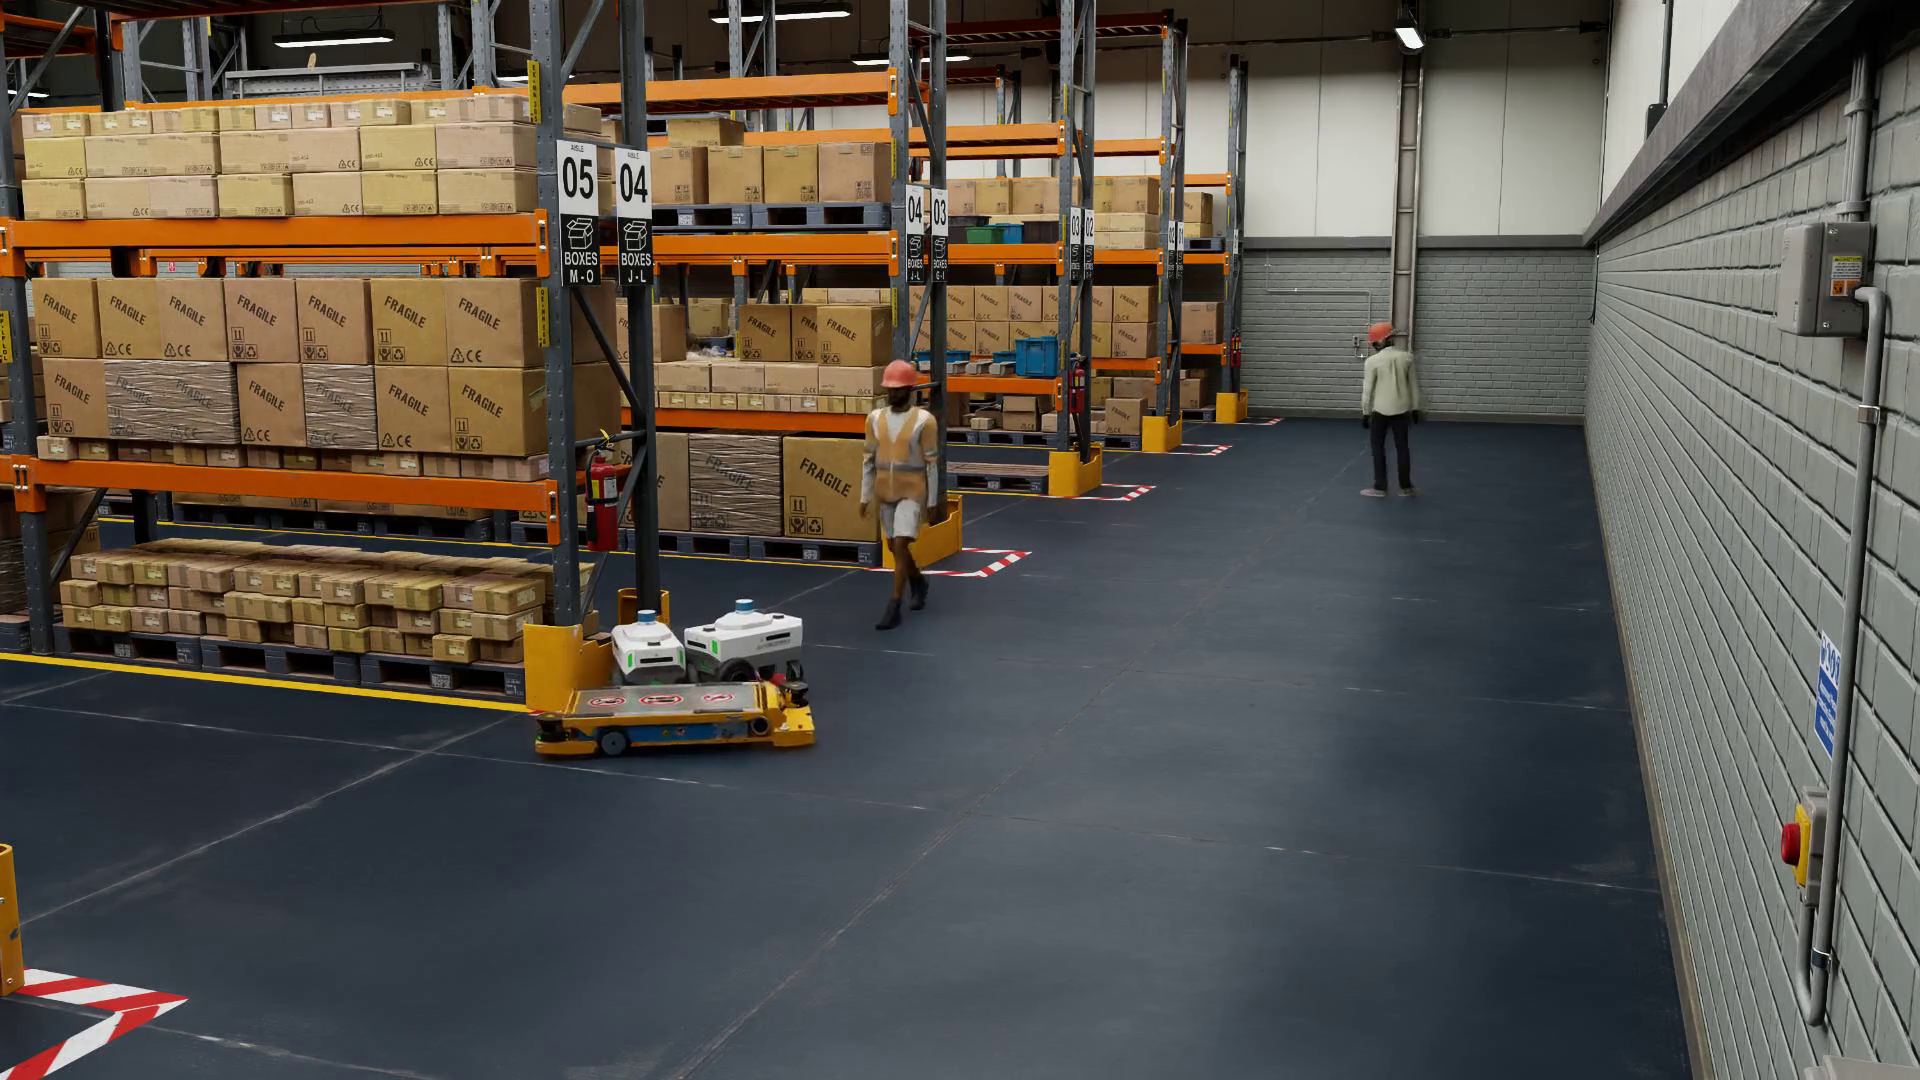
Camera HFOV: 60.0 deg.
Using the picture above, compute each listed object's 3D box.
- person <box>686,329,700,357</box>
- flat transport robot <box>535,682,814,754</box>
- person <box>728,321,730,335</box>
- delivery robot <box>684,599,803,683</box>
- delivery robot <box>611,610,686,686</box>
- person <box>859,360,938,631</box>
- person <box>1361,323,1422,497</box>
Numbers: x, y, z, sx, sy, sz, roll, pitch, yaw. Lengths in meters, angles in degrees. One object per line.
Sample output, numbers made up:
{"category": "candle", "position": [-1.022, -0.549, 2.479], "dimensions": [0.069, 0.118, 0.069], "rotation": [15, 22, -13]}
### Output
{"category": "person", "position": [-2.971, -1.415, 18.627], "dimensions": [1.000, 1.902, 0.639], "rotation": [2, 9, 10]}
{"category": "flat transport robot", "position": [-1.516, 0.945, 8.932], "dimensions": [1.431, 0.197, 0.652], "rotation": [-1, 9, -8]}
{"category": "person", "position": [-4.015, -2.973, 28.886], "dimensions": [0.630, 1.724, 0.369], "rotation": [-4, 10, -24]}
{"category": "delivery robot", "position": [-1.283, 0.598, 9.919], "dimensions": [0.707, 0.478, 0.477], "rotation": [-9, 13, -44]}
{"category": "delivery robot", "position": [-1.807, 0.648, 9.610], "dimensions": [0.477, 0.478, 0.707], "rotation": [-3, 10, -19]}
{"category": "person", "position": [-0.409, -0.356, 12.006], "dimensions": [0.552, 1.911, 0.942], "rotation": [4, 10, 23]}
{"category": "person", "position": [4.872, -1.446, 18.663], "dimensions": [0.773, 1.962, 0.376], "rotation": [-2, 9, -12]}
